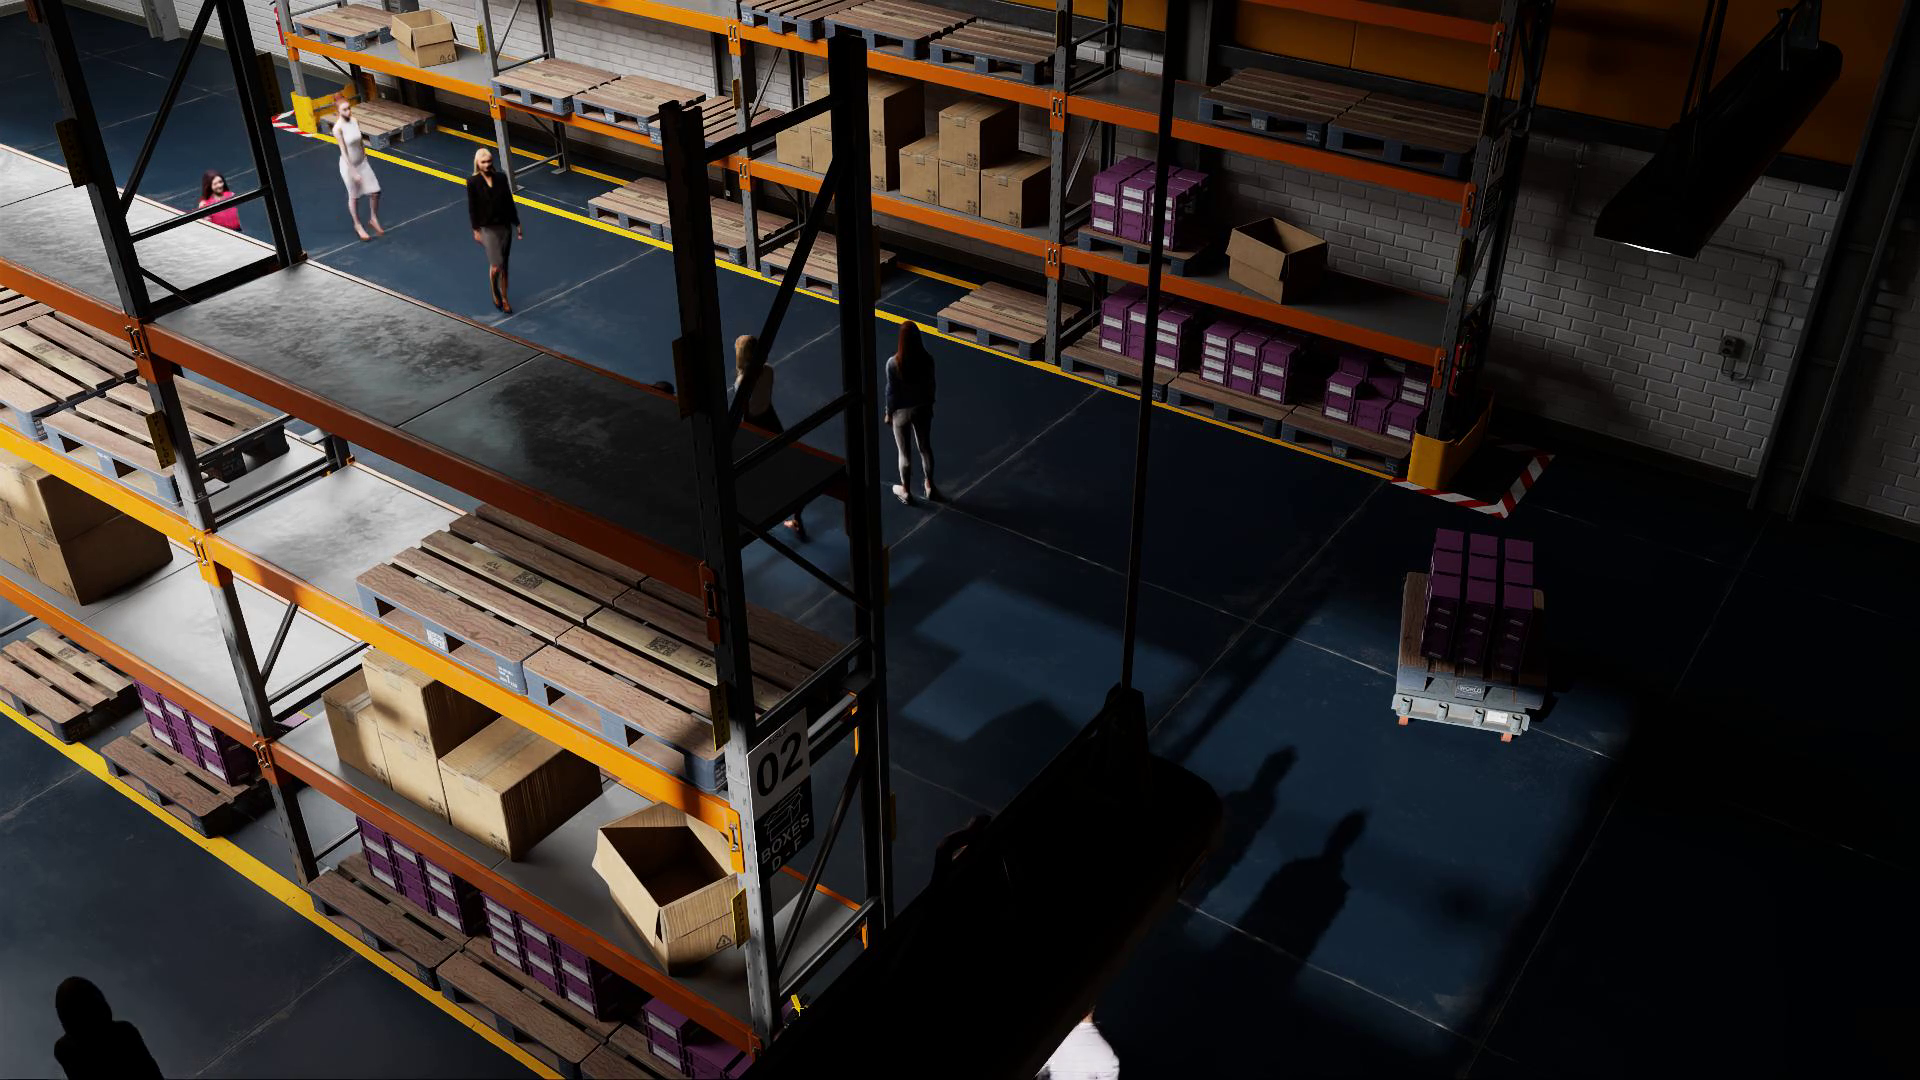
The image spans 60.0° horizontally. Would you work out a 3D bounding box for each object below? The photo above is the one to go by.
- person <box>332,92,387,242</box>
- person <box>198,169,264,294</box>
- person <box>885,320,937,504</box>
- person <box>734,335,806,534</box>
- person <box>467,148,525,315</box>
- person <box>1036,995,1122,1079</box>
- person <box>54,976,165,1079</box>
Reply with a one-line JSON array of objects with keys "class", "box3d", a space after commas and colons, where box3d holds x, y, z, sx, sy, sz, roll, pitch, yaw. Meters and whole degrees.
[{"class": "person", "box3d": [-6.998, -4.251, 19.016, 0.682, 1.782, 0.631, 14, 36, 19]}, {"class": "person", "box3d": [-7.690, -3.085, 17.397, 0.946, 1.631, 0.586, 20, 38, 27]}, {"class": "person", "box3d": [-0.412, -1.090, 14.333, 0.702, 1.701, 0.715, -13, 36, -18]}, {"class": "person", "box3d": [-1.586, -0.841, 13.895, 1.209, 1.771, 0.704, 26, 42, 33]}, {"class": "person", "box3d": [-4.903, -3.251, 17.465, 0.705, 1.832, 0.712, -22, 39, -29]}, {"class": "person", "box3d": [0.547, 2.871, 8.260, 0.943, 1.827, 1.118, -25, 41, -33]}, {"class": "person", "box3d": [-4.231, 2.918, 8.392, 0.907, 1.604, 1.072, -11, 35, -17]}]
